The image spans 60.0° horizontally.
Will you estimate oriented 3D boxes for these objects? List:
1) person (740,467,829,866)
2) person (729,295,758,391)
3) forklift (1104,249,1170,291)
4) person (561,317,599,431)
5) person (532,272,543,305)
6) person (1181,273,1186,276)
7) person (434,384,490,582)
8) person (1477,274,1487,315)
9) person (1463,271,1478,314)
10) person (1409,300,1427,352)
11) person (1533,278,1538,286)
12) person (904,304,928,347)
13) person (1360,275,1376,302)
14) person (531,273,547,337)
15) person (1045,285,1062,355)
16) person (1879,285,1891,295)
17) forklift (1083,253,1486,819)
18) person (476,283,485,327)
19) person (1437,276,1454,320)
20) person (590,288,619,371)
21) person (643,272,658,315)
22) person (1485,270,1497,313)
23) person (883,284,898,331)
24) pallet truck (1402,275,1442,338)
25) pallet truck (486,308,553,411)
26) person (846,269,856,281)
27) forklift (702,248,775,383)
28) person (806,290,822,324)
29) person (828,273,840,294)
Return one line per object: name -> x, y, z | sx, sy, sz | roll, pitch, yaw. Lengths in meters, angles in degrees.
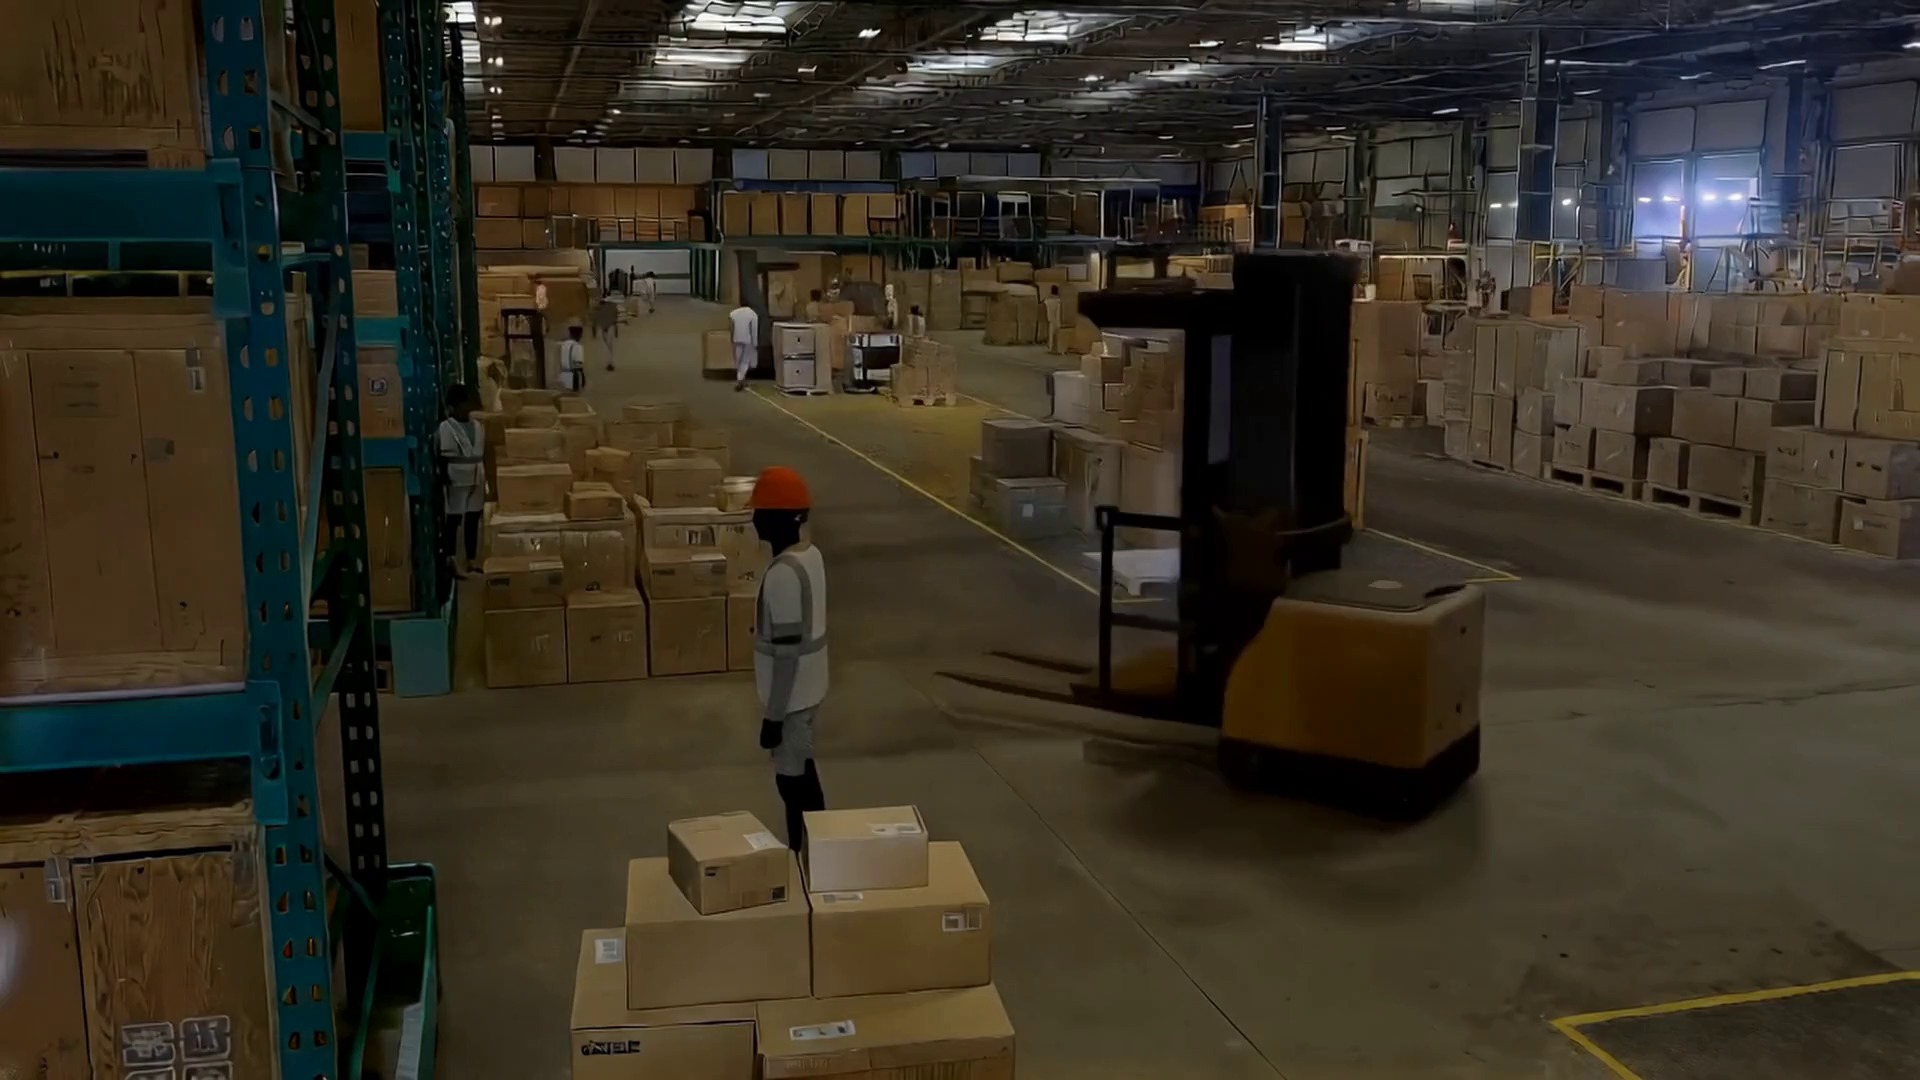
person -> -0.753, 0.651, 7.159 | 0.359, 1.938, 0.547 | 1, 10, 7
person -> -4.301, -3.902, 33.000 | 0.639, 1.915, 0.490 | 2, 10, 11
forklift -> 2.620, -2.962, 24.944 | 1.129, 2.768, 1.873 | -3, 10, -15
person -> -5.451, -2.205, 23.491 | 1.015, 1.883, 0.544 | -9, 13, -40
person -> -19.085, -11.241, 75.143 | 0.510, 1.695, 0.876 | -4, 11, -20
person -> 8.403, -9.066, 62.368 | 0.353, 1.877, 0.573 | -6, 12, -31
person -> -4.285, -0.500, 14.356 | 0.319, 1.698, 0.532 | 6, 12, 29
person -> 19.507, -8.981, 62.026 | 0.341, 1.832, 0.689 | 0, 10, -2
person -> 21.731, -10.505, 70.717 | 0.658, 1.796, 0.930 | -1, 10, -4
person -> 9.054, -3.860, 33.089 | 0.629, 1.808, 0.907 | -8, 13, -37
person -> 16.994, -6.806, 49.395 | 0.639, 1.929, 0.439 | -1, 10, -6
person -> -0.955, -4.290, 35.974 | 0.515, 1.641, 0.314 | 0, 10, -1
person -> 13.364, -7.749, 54.784 | 0.808, 1.909, 0.653 | 10, 14, 44
person -> -13.282, -7.406, 52.551 | 0.489, 2.016, 0.629 | -1, 10, -7
person -> 2.489, -5.828, 44.086 | 0.331, 1.861, 0.503 | -9, 13, -40
person -> 23.784, -5.585, 42.585 | 0.629, 1.904, 0.585 | 2, 10, 12
forklift -> 1.768, -0.122, 8.864 | 1.873, 2.768, 1.129 | 7, 12, 34
person -> -17.369, -8.550, 59.195 | 0.936, 1.961, 0.621 | 3, 10, 16
person -> 15.788, -7.640, 54.161 | 0.391, 1.922, 0.585 | -9, 13, -41
person -> -8.123, -4.815, 38.163 | 0.648, 1.908, 0.734 | -4, 11, -21
person -> -13.070, -10.423, 70.250 | 0.631, 1.797, 0.827 | -1, 10, -7
person -> 22.638, -10.597, 71.097 | 0.607, 1.883, 0.931 | -1, 10, -5
person -> -1.677, -5.185, 40.127 | 0.367, 1.963, 0.604 | 1, 10, 3
pallet truck -> 14.620, -7.324, 52.145 | 0.823, 1.965, 1.885 | 8, 13, 40
pallet truck -> -6.242, -2.418, 24.362 | 0.823, 1.965, 1.885 | 1, 10, 3
person -> -4.564, -10.311, 69.238 | 0.359, 1.936, 0.544 | -9, 14, -43
forklift -> -4.498, -4.764, 35.149 | 1.873, 2.768, 1.129 | -3, 10, -15
person -> -3.888, -5.933, 45.160 | 0.683, 1.668, 0.548 | 6, 12, 30
person -> -4.504, -8.706, 60.187 | 0.566, 1.918, 0.582 | -8, 13, -38
